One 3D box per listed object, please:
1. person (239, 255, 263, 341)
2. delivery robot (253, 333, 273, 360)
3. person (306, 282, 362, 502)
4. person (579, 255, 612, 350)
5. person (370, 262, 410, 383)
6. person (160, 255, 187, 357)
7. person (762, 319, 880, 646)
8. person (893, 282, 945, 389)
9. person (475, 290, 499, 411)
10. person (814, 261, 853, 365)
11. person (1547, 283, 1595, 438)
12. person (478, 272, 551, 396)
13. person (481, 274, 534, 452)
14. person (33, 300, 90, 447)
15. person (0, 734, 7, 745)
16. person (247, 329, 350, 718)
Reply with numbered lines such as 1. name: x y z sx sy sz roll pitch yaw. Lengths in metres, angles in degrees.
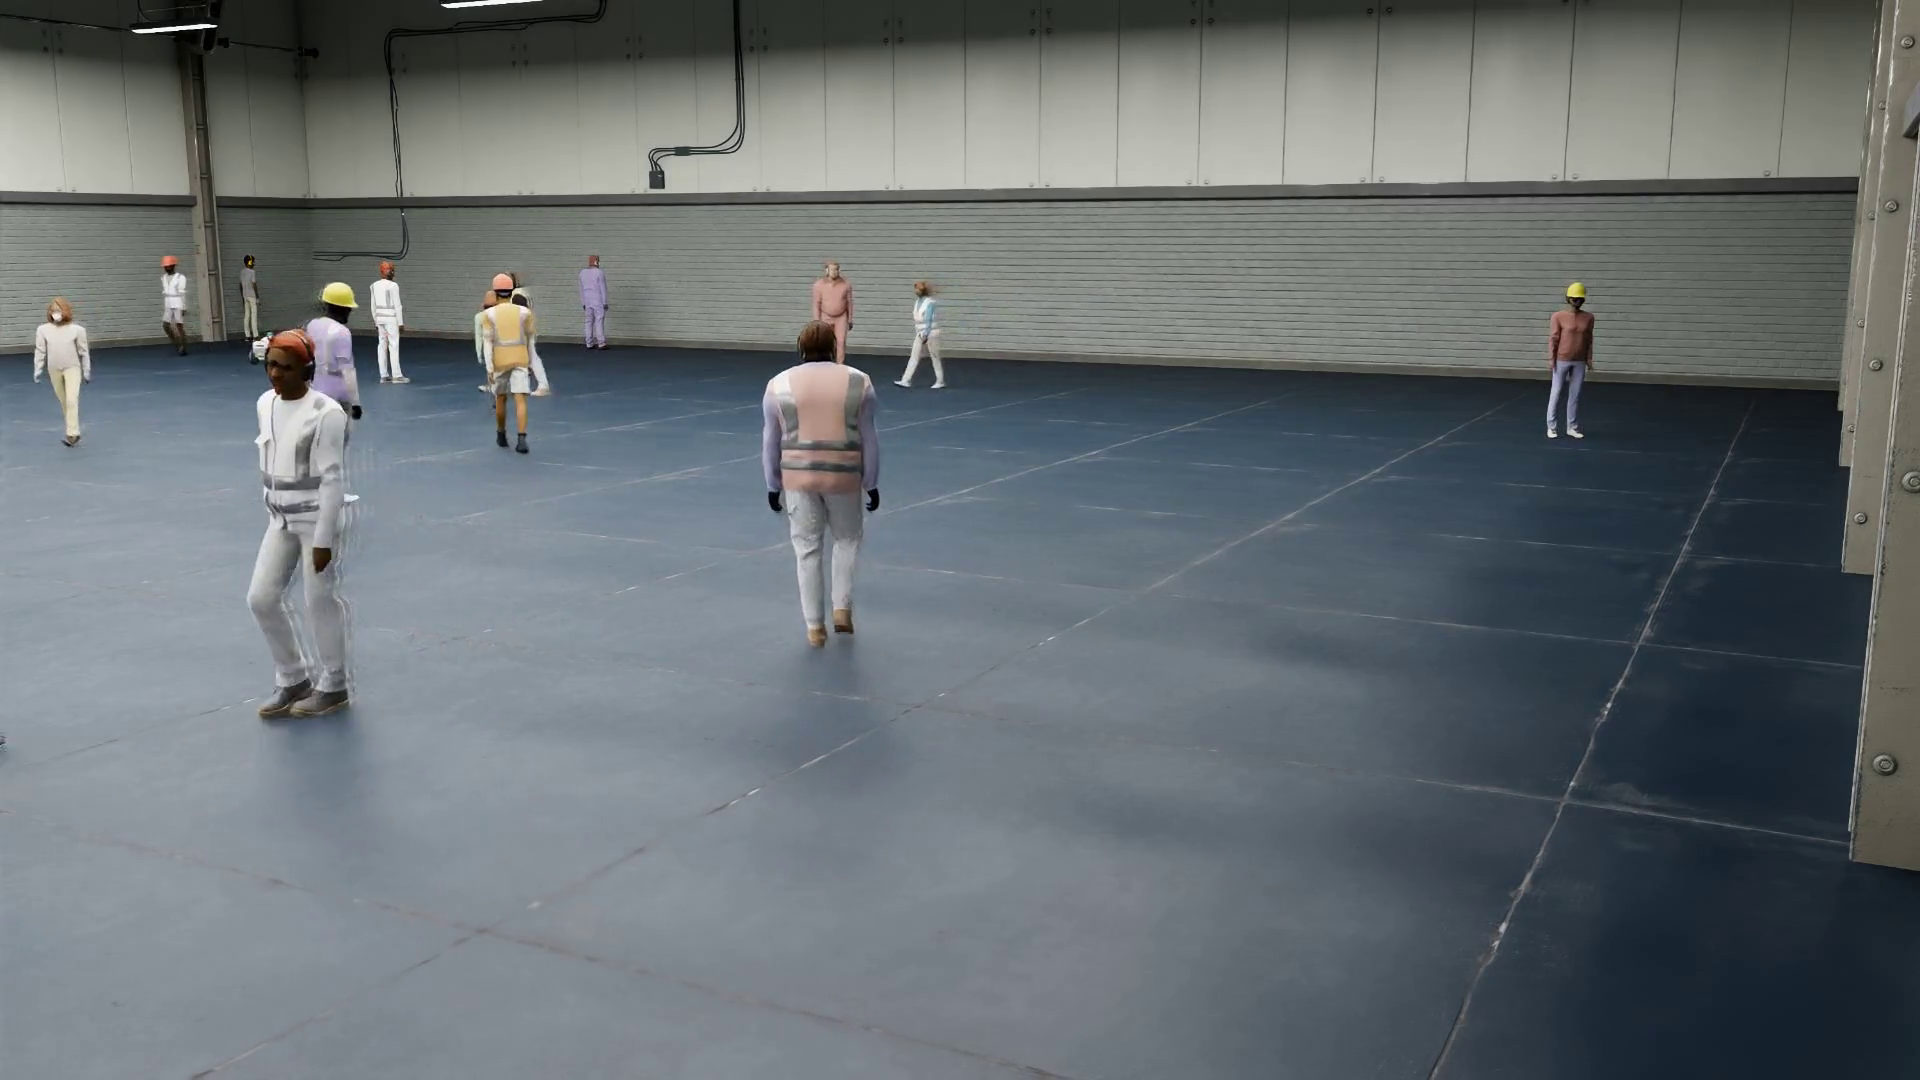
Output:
1. person: -15.458 -5.267 36.253 0.517 1.865 0.327 5 12 28
2. delivery robot: -12.313 -3.463 29.710 0.477 0.478 0.707 2 10 7
3. person: -5.322 -1.240 14.187 0.613 1.899 0.411 9 13 39
4. person: -7.334 -4.777 33.481 0.636 1.902 0.405 5 12 28
5. person: -8.898 -3.382 25.909 0.572 1.887 0.354 5 12 28
6. person: -14.895 -4.420 31.499 0.546 1.923 0.430 3 11 15
7. person: -0.780 -0.318 9.354 0.658 1.827 0.481 -1 10 -5
8. person: -0.574 -3.034 24.793 0.843 1.593 0.530 -7 13 -34
9. person: -5.992 -2.428 21.525 0.508 1.589 0.872 -1 10 -7
10. person: -2.099 -3.680 27.556 0.652 1.887 0.709 -1 10 -8
11. person: 6.929 -2.026 18.849 0.533 1.765 0.330 -1 10 -8
12. person: -6.317 -2.904 23.605 1.042 1.776 0.615 -8 13 -35
13. person: -4.822 -1.890 17.797 0.544 1.891 1.003 -4 11 -20
14. person: -9.797 -1.807 18.127 0.506 1.593 0.846 -1 10 -6
15. person: -4.760 0.039 7.473 1.009 1.810 0.491 6 12 31
16. person: -3.104 -0.054 7.815 0.606 1.864 0.517 6 12 32
